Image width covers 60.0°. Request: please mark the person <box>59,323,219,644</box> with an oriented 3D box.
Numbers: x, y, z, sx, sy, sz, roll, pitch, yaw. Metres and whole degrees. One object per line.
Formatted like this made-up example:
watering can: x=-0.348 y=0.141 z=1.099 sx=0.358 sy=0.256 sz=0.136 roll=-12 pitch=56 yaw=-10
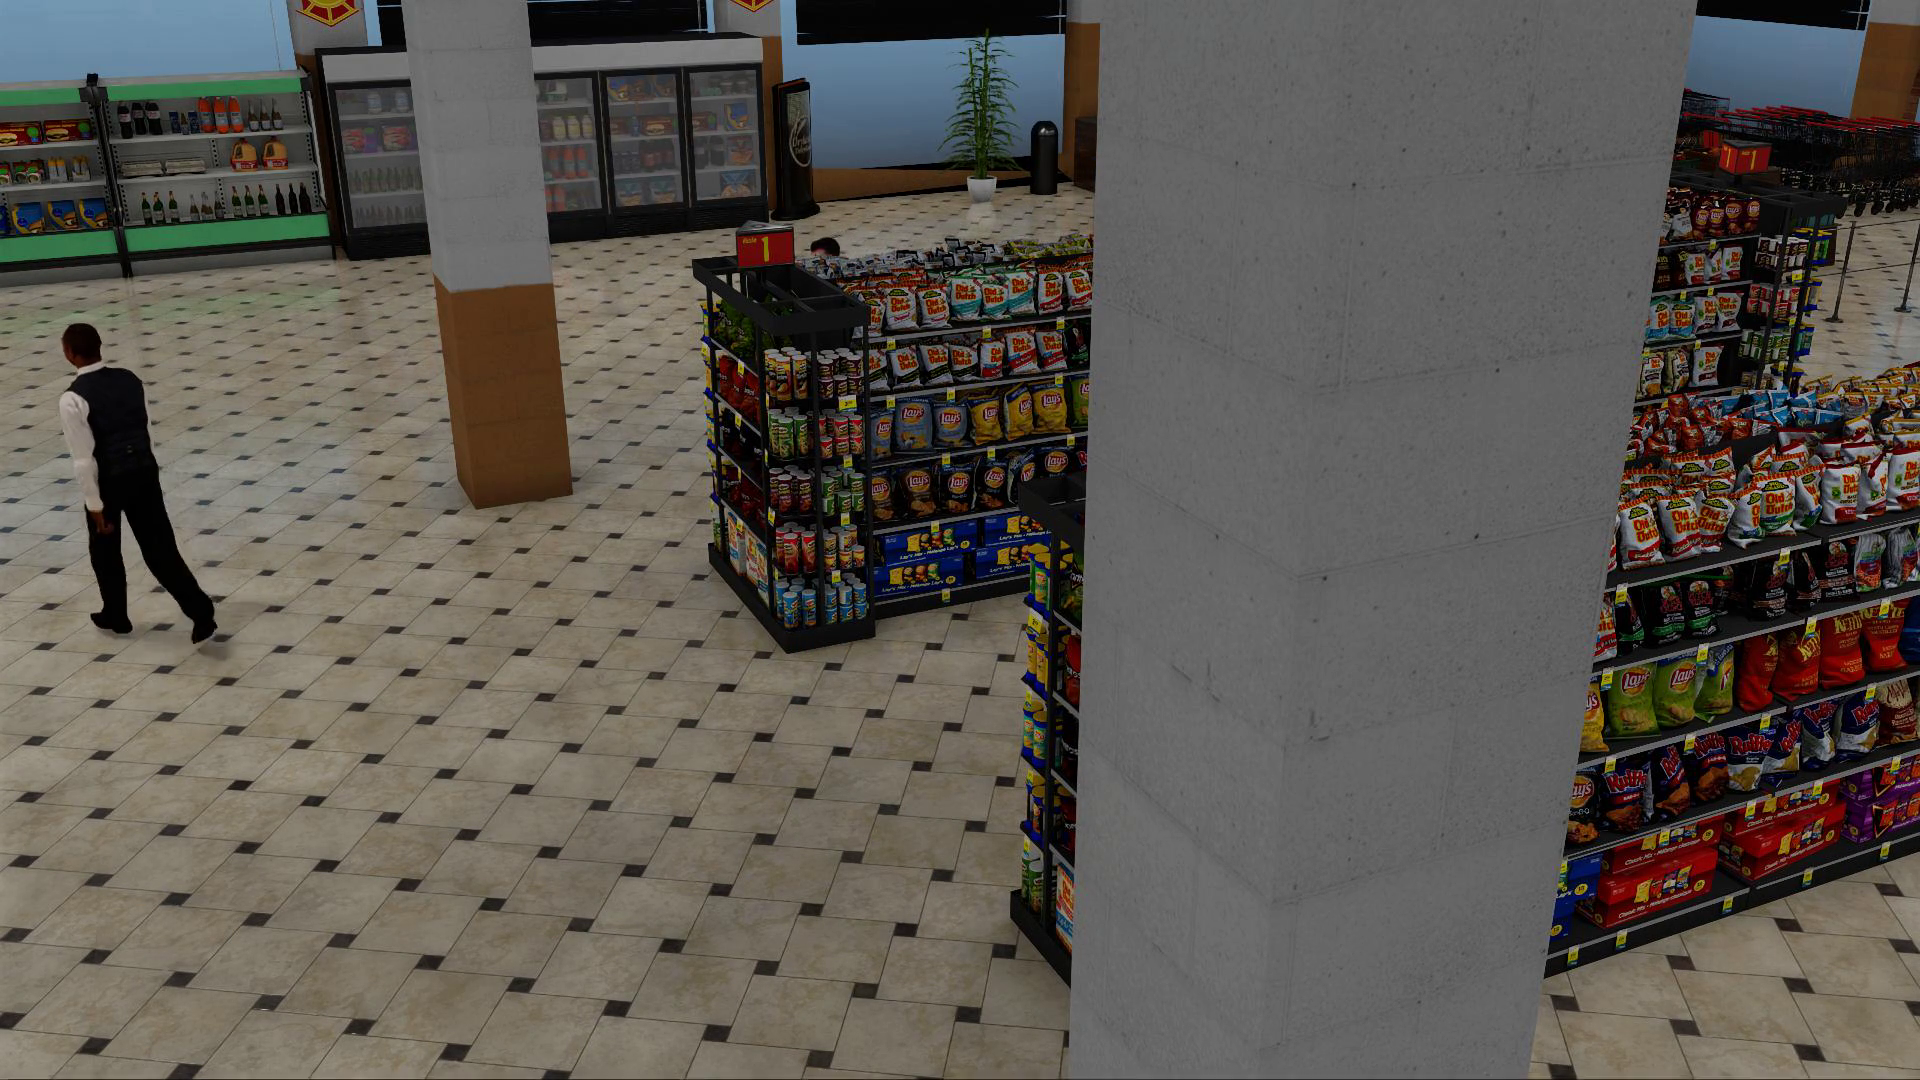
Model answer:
person: x=-4.641 y=-0.267 z=9.360 sx=1.191 sy=1.885 sz=1.300 roll=14 pitch=26 yaw=32
